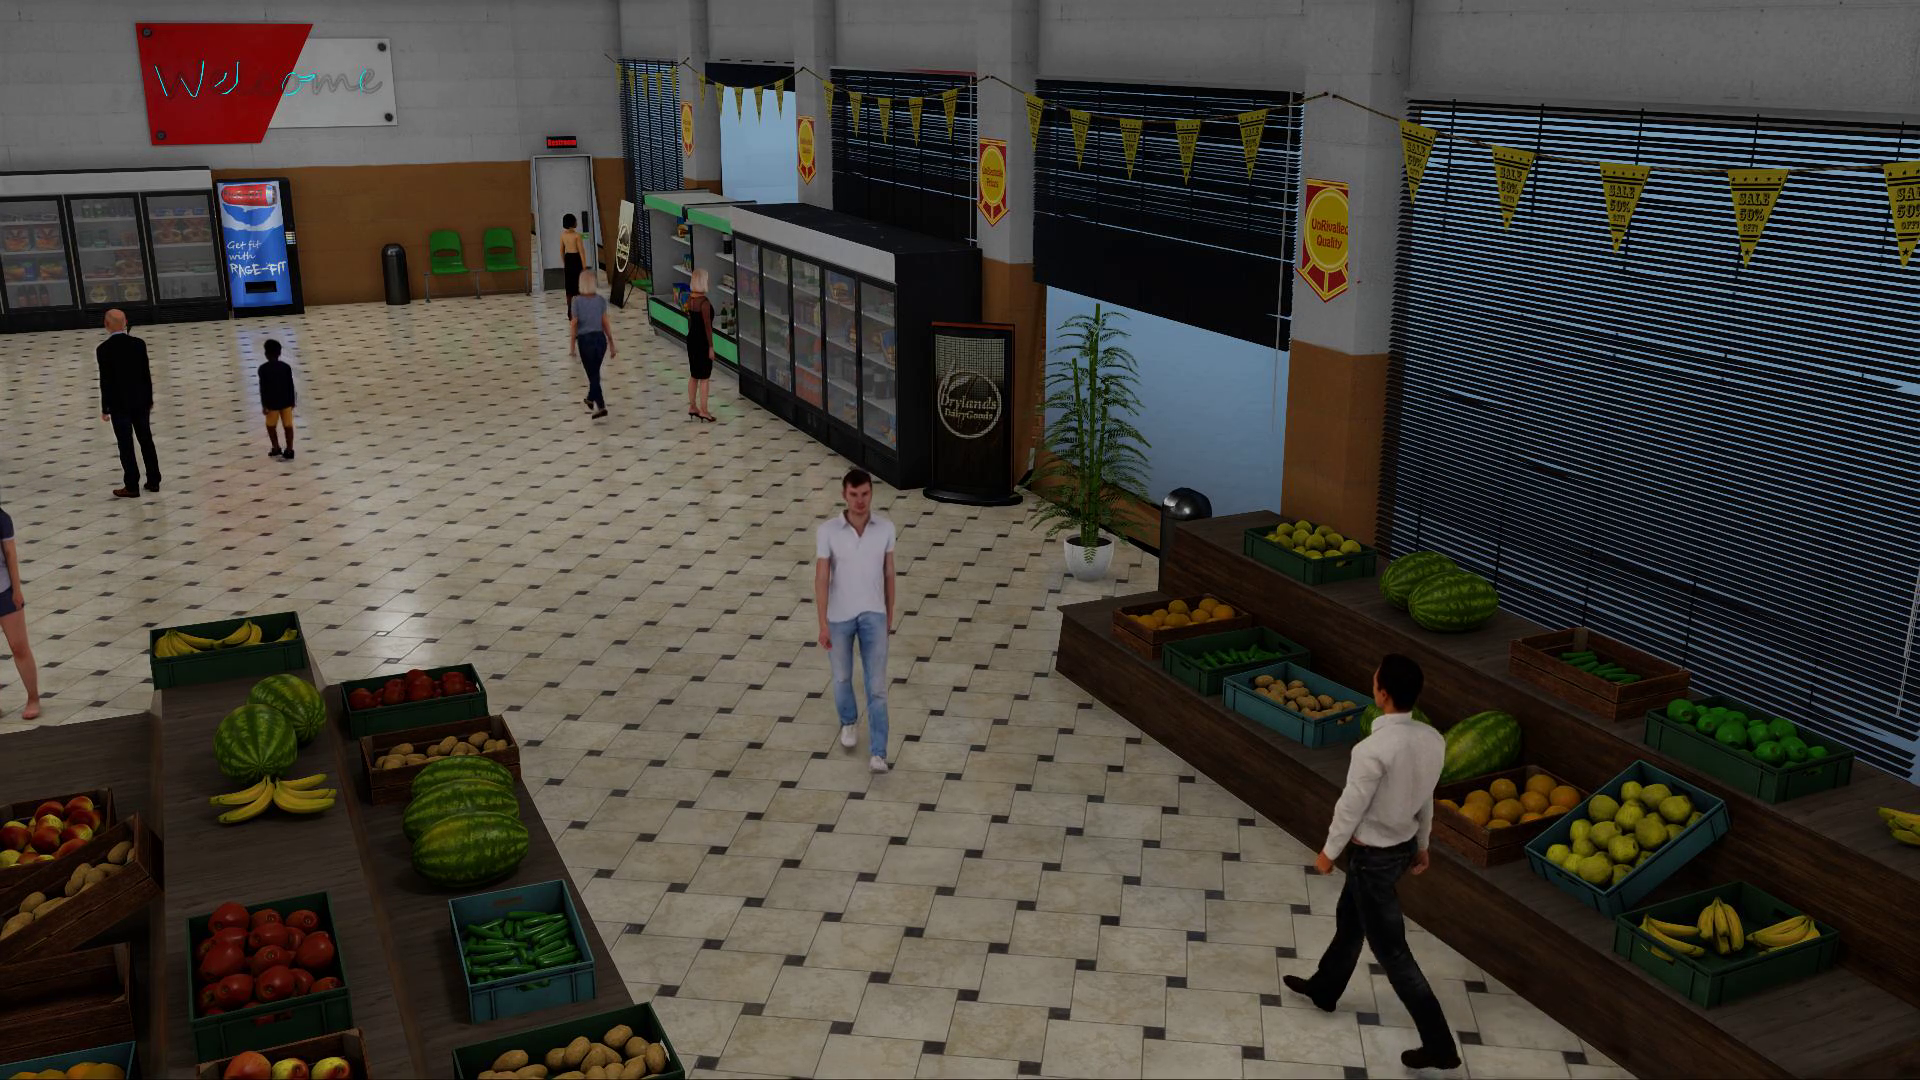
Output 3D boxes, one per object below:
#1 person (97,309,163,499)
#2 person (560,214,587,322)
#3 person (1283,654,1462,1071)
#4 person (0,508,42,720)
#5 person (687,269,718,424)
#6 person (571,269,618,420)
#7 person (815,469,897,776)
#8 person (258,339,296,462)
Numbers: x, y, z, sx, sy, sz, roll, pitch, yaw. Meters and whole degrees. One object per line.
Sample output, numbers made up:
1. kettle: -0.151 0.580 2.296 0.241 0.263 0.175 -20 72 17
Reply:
1. person: -7.950 -1.314 15.896 0.788 1.800 0.770 10 19 29
2. person: -5.961 -4.202 25.660 0.655 1.653 0.723 7 18 22
3. person: 1.847 1.395 7.026 0.920 1.770 1.268 -15 23 -41
4. person: -6.215 0.331 10.640 0.630 1.706 0.586 -4 17 -12
5. person: -2.974 -2.221 18.981 0.687 1.742 0.531 -13 21 -37
6. person: -4.172 -2.187 19.008 0.760 1.663 1.264 -12 21 -34
7. person: -0.650 0.468 10.038 0.882 1.793 1.251 -3 17 -8
8. person: -7.039 -1.433 17.218 0.606 1.260 0.645 -16 23 -42
